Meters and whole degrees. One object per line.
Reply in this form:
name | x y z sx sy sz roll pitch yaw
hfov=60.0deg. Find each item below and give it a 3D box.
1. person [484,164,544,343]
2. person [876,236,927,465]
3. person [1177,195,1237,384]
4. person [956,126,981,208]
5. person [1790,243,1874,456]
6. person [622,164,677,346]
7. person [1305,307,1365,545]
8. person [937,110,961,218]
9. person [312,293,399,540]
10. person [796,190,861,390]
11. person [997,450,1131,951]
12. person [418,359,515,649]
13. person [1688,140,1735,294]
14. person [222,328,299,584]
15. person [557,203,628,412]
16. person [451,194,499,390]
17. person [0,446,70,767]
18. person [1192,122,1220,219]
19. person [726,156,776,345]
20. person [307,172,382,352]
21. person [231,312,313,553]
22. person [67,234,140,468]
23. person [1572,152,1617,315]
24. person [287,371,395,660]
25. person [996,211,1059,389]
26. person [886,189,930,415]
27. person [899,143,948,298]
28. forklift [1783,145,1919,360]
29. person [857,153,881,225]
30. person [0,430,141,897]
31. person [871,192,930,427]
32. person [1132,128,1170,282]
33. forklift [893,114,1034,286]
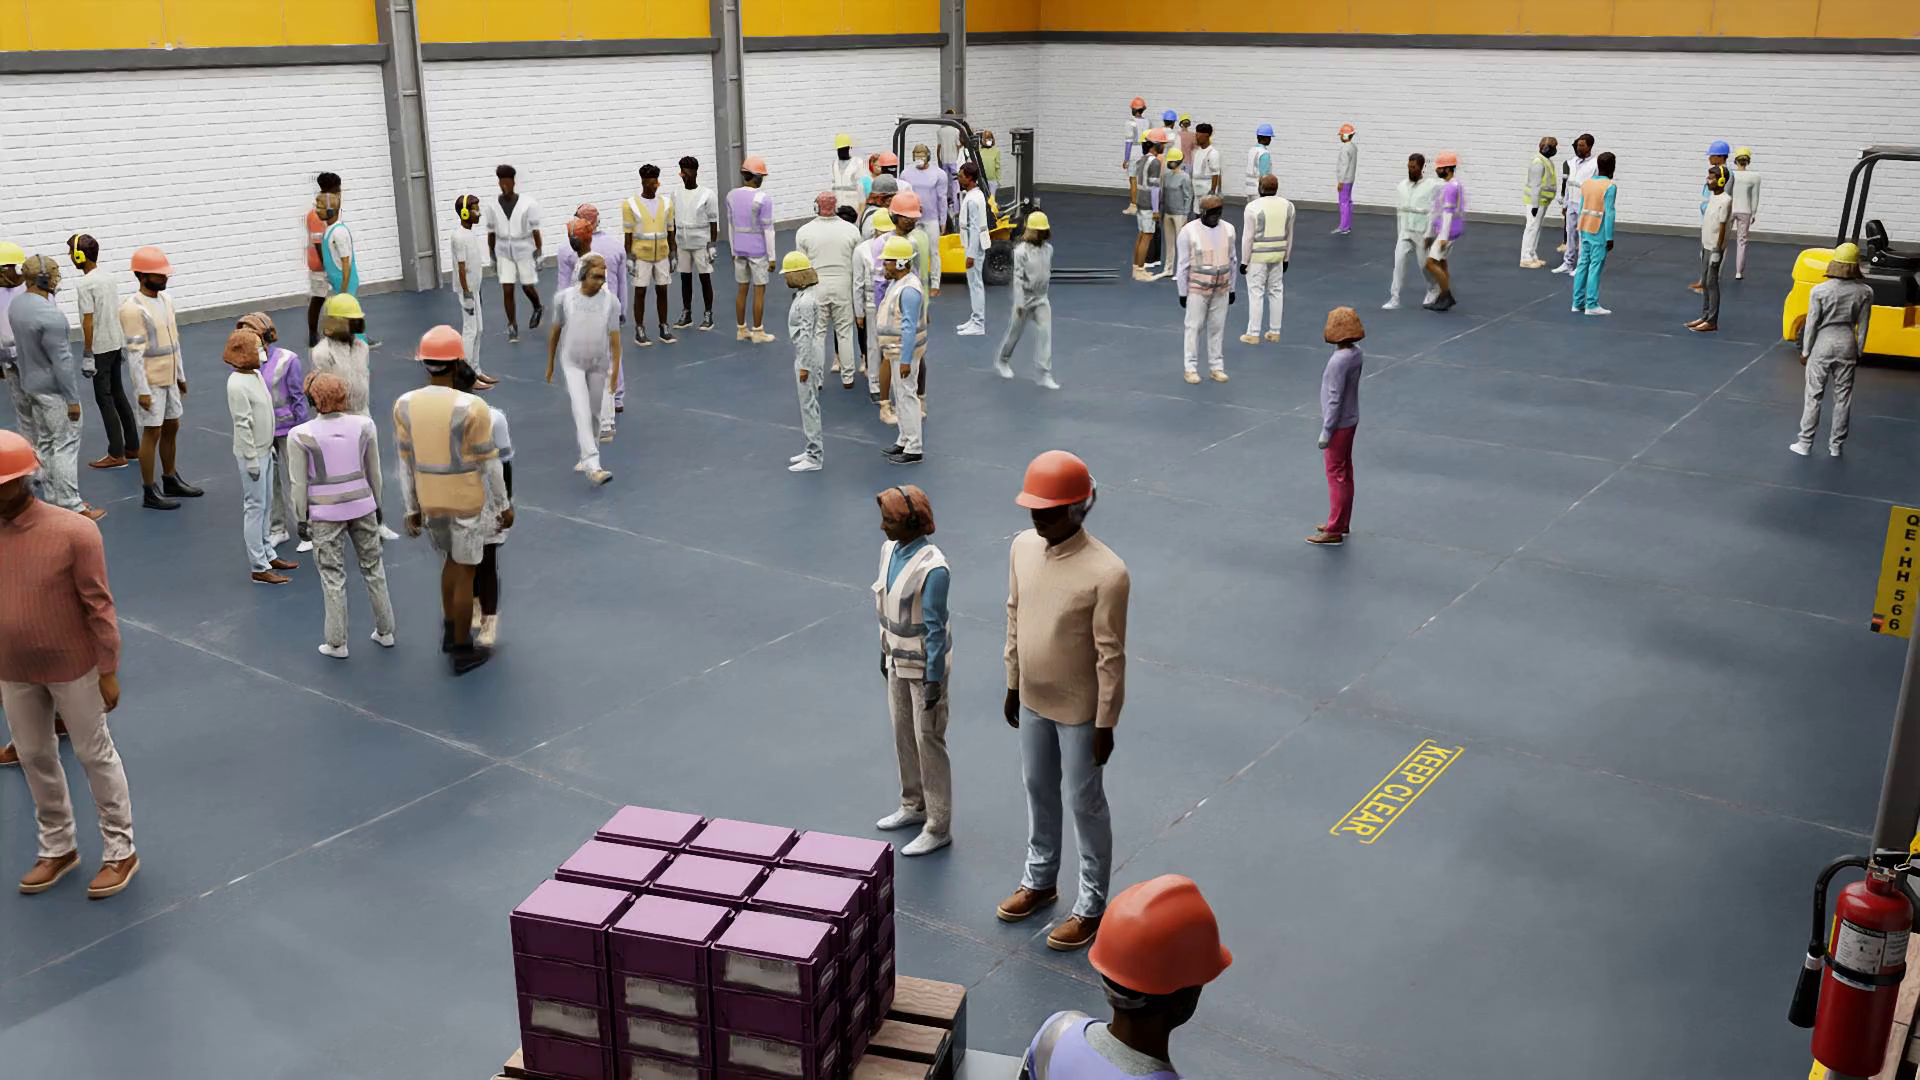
person | -4.892 -3.178 18.346 0.611 1.951 0.599 0 18 -1
person | -0.472 -1.520 13.369 0.403 1.826 0.596 -3 18 -10
person | 2.415 -2.447 16.256 0.634 1.833 0.429 -6 19 -18
person | 0.119 -5.231 24.870 0.337 1.882 0.584 -9 20 -25
person | 7.120 -1.547 13.578 0.486 1.744 0.294 3 18 9
person | -3.360 -3.100 18.091 0.605 1.958 0.382 -11 21 -31
person | 2.572 -0.776 11.342 0.285 1.633 0.497 9 20 26
person | -0.166 -6.565 29.078 0.518 1.865 0.328 9 20 26
person | -4.269 -0.851 11.427 0.713 1.719 0.487 10 20 28
person | -1.260 -2.391 15.975 0.646 1.900 0.394 -4 18 -12
person | 0.383 0.614 6.429 0.399 1.988 0.615 -14 23 -38
person | -2.832 -0.192 9.457 0.541 1.660 0.842 -1 18 -2
person | 9.690 -4.144 21.390 0.416 1.940 0.615 2 18 6
person | -4.468 -0.540 10.602 0.279 1.634 0.499 -3 18 -9
person | -3.304 -2.073 14.985 0.636 1.899 0.399 -12 21 -33
person | -4.696 -2.379 15.997 0.321 1.861 0.515 -1 18 -2
person | -4.627 0.140 7.984 0.410 1.936 0.610 0 18 -1
person | 3.569 -5.101 24.333 0.367 1.964 0.609 -6 19 -17
person | -2.247 -3.152 18.137 0.619 2.029 0.410 12 21 32
person | -6.624 -2.920 17.593 0.870 1.913 0.618 3 18 10
person | -4.614 -0.725 11.189 0.524 1.631 0.319 3 18 9
person | -6.847 -1.503 13.266 0.344 1.856 0.526 0 18 0
person | 7.623 -3.675 19.947 0.390 1.920 0.588 -5 18 -15
person | -3.481 -0.139 9.360 0.513 1.630 0.318 -15 23 -39
person | 0.649 -2.363 16.196 0.494 1.704 0.864 -12 21 -32
person | -0.477 -2.063 14.711 0.387 2.041 0.616 5 18 15
person | -0.468 -4.047 21.105 0.635 1.929 0.385 5 18 15
forklift | 9.803 -2.879 17.013 2.313 2.155 1.214 12 21 33
person | -1.057 -3.863 20.657 0.377 1.841 0.567 14 22 37
person | -3.727 0.511 6.757 0.625 1.982 0.408 1 18 3
person | -0.485 -2.020 14.575 0.395 2.038 0.615 16 24 41
person | 2.574 -4.500 22.367 0.453 2.030 0.620 -2 18 -6
forklift | -0.171 -4.594 22.377 2.313 2.155 1.214 1 18 3
